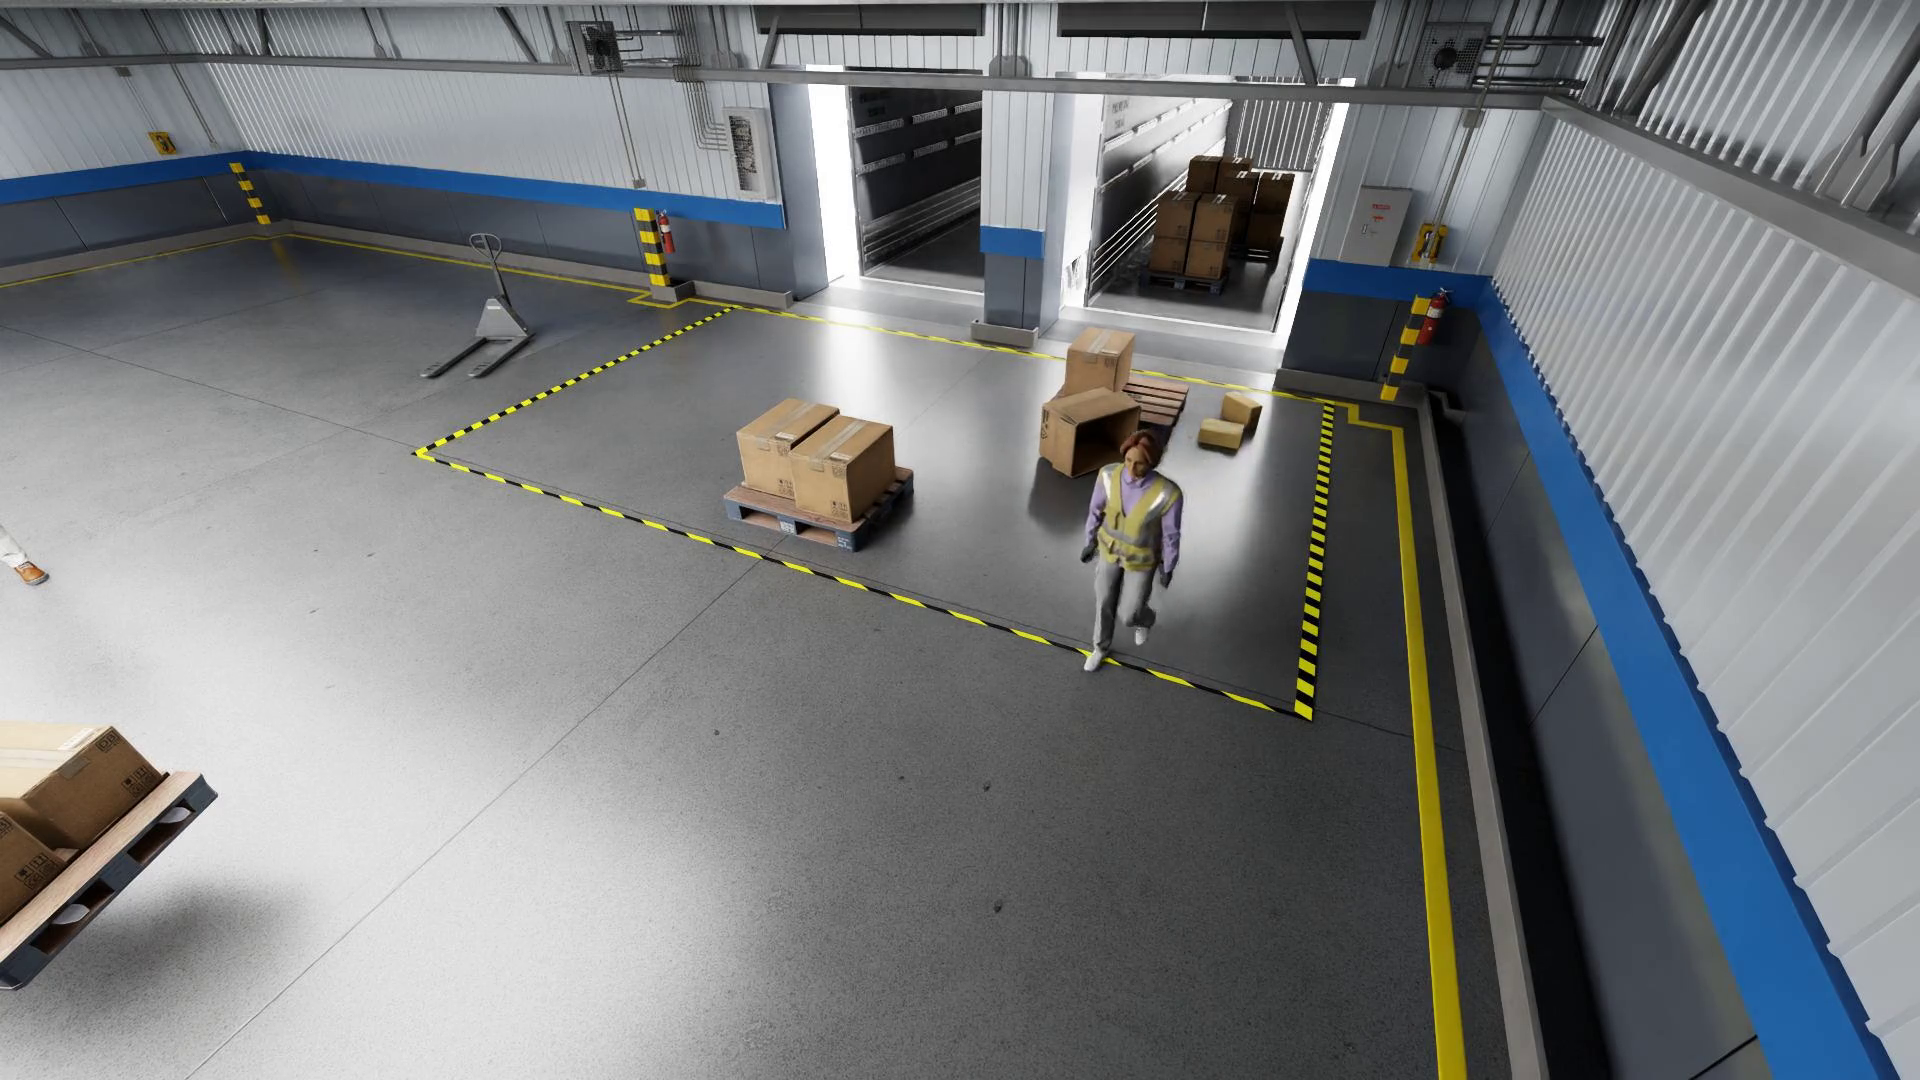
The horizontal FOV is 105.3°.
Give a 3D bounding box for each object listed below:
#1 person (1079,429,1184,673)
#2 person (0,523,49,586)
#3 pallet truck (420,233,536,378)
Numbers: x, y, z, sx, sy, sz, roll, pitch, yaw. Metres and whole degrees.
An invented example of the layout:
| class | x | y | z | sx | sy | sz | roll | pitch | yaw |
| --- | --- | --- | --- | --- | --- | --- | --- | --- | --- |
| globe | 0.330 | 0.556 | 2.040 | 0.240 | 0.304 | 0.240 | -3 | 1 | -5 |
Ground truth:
| class | x | y | z | sx | sy | sz | roll | pitch | yaw |
| --- | --- | --- | --- | --- | --- | --- | --- | --- | --- |
| person | 0.989 | 0.074 | 4.186 | 0.542 | 1.618 | 0.522 | 26 | 43 | 32 |
| person | -6.756 | -0.449 | 4.640 | 0.392 | 1.945 | 0.617 | 23 | 41 | 28 |
| pallet truck | -5.664 | -2.712 | 8.427 | 0.680 | 1.201 | 1.601 | 0 | 35 | -1 |
